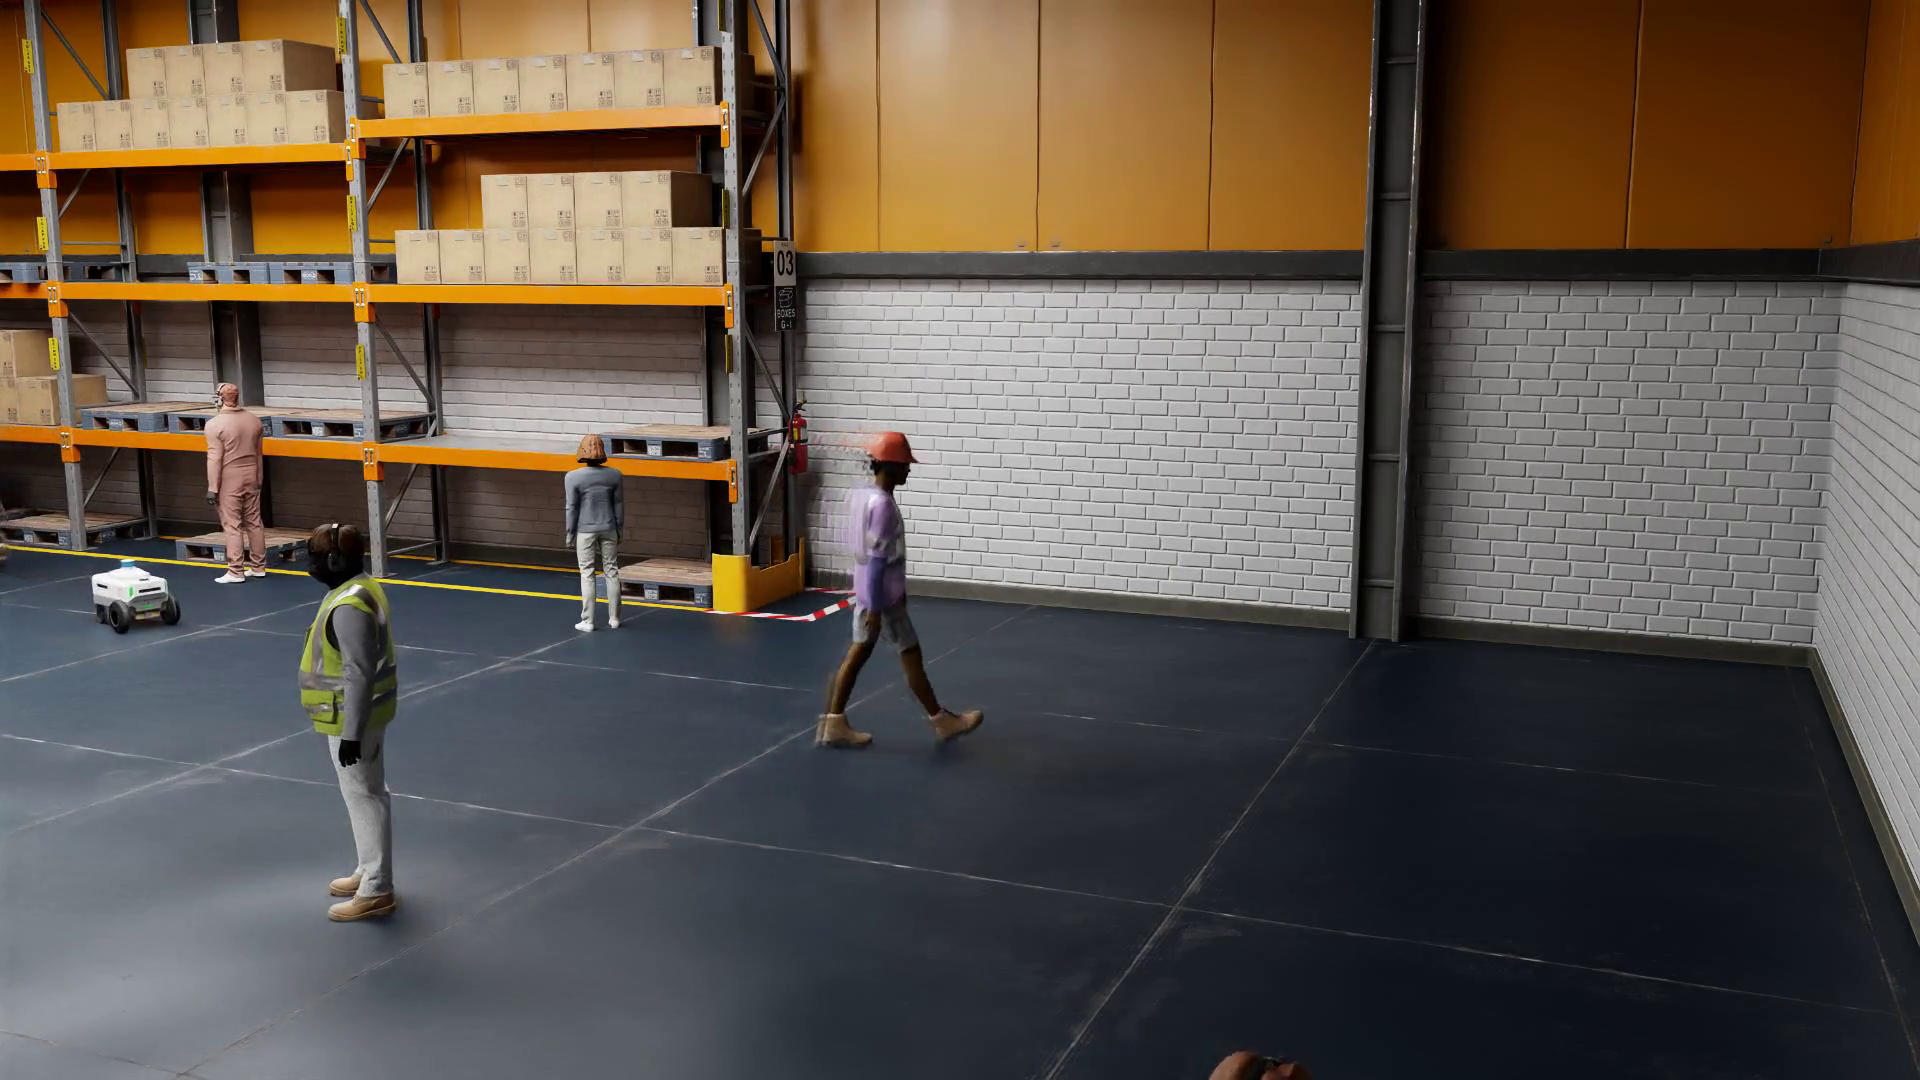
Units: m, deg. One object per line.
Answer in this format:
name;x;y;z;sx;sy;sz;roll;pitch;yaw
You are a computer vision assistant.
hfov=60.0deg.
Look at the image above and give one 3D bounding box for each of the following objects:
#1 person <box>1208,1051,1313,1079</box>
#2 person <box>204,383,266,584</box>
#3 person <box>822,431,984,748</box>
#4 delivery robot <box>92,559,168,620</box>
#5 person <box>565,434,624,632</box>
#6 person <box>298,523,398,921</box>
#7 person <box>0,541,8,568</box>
person;0.585;1.723;2.995;0.698;1.612;0.541;9;13;43
person;-6.915;-0.539;15.815;0.399;1.909;0.642;4;10;22
person;-0.393;0.318;10.364;1.050;1.984;0.639;-2;10;-11
delivery robot;-6.940;0.405;13.896;0.707;0.478;0.477;7;12;37
person;-3.010;-0.059;13.730;0.504;1.633;0.279;-6;11;-32
person;-2.827;0.830;7.716;0.428;1.842;0.631;-3;10;-17
person;-9.650;-0.613;16.122;0.636;1.951;0.622;5;10;26
